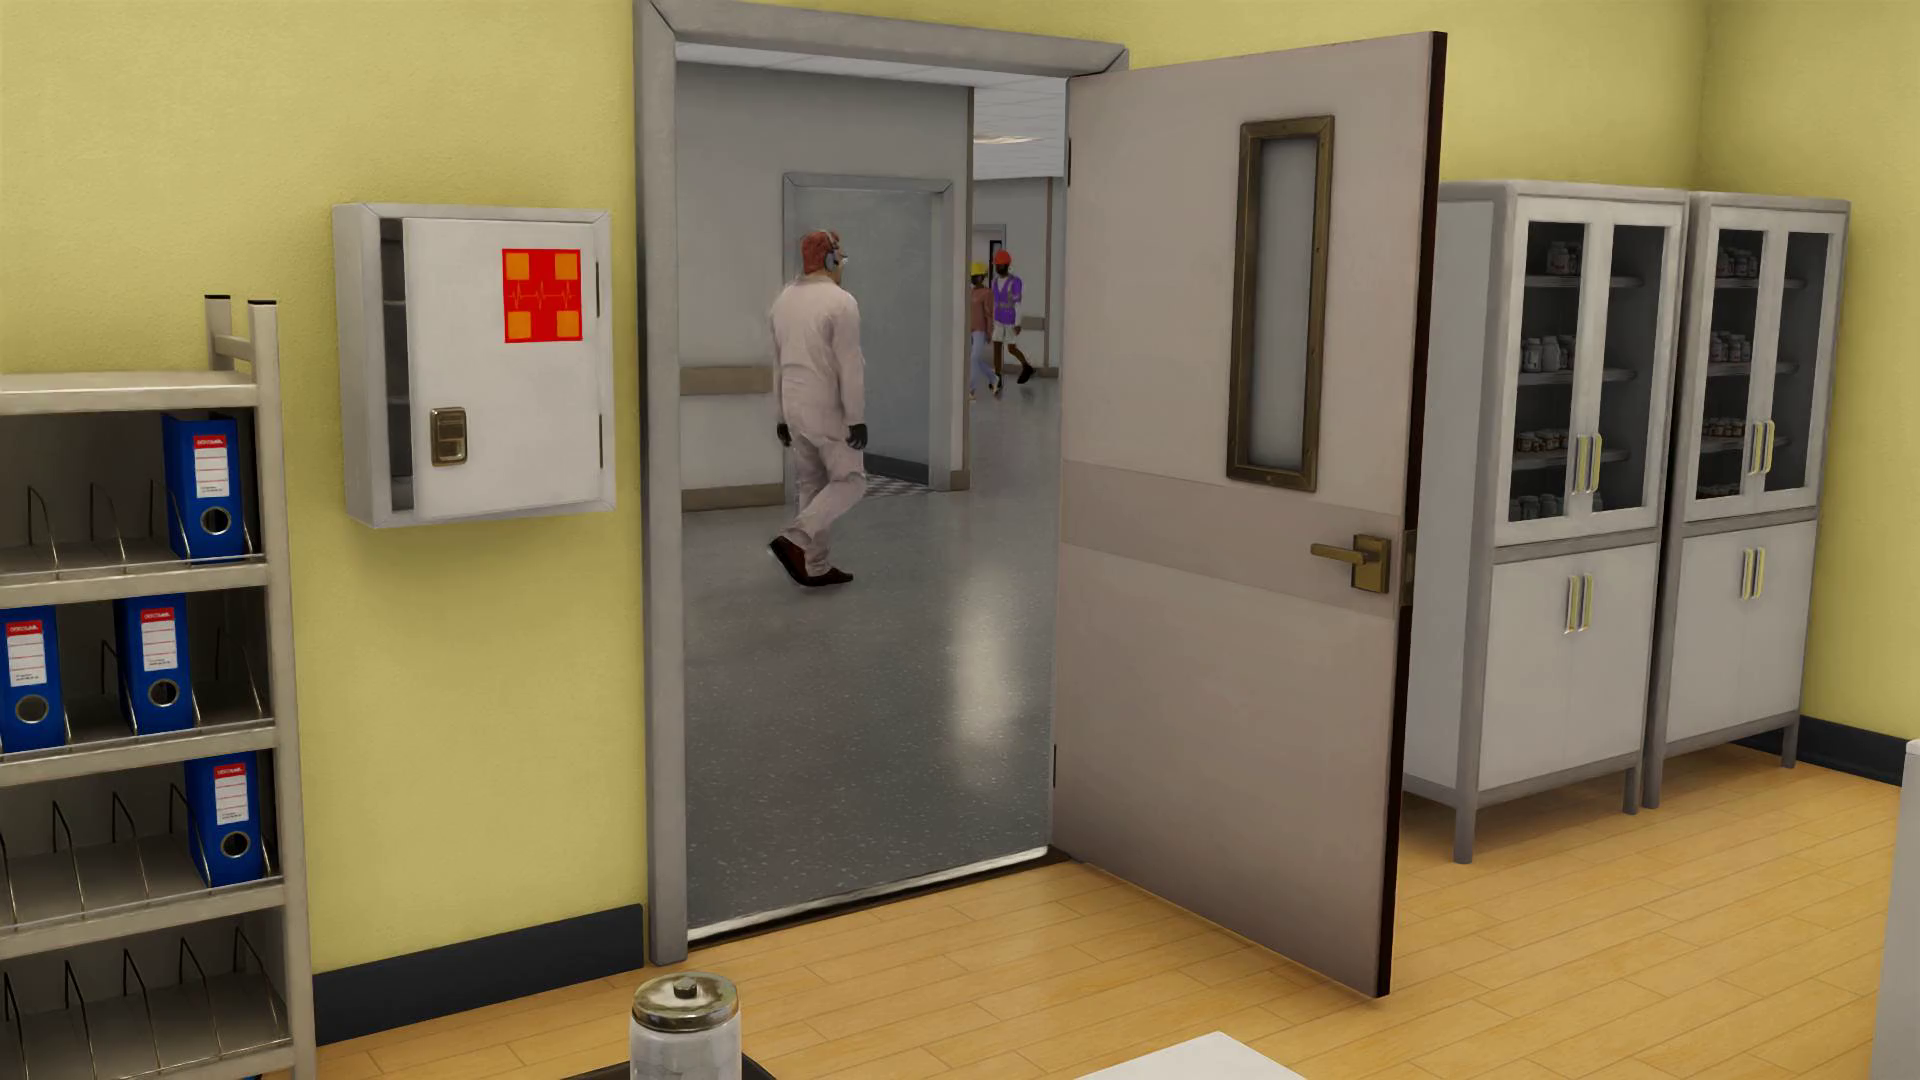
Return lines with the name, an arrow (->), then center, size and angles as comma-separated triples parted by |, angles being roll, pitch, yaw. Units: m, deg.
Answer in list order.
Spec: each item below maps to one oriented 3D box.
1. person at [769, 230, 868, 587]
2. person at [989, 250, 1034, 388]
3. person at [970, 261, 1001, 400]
person -> -0.764, -0.663, 8.692 | 0.538, 1.891, 0.661 | -8, 13, -41
person -> 0.694, -3.068, 23.158 | 0.561, 1.912, 0.718 | 9, 12, 39
person -> 0.260, -2.644, 21.040 | 0.721, 1.744, 0.531 | -6, 12, -36
